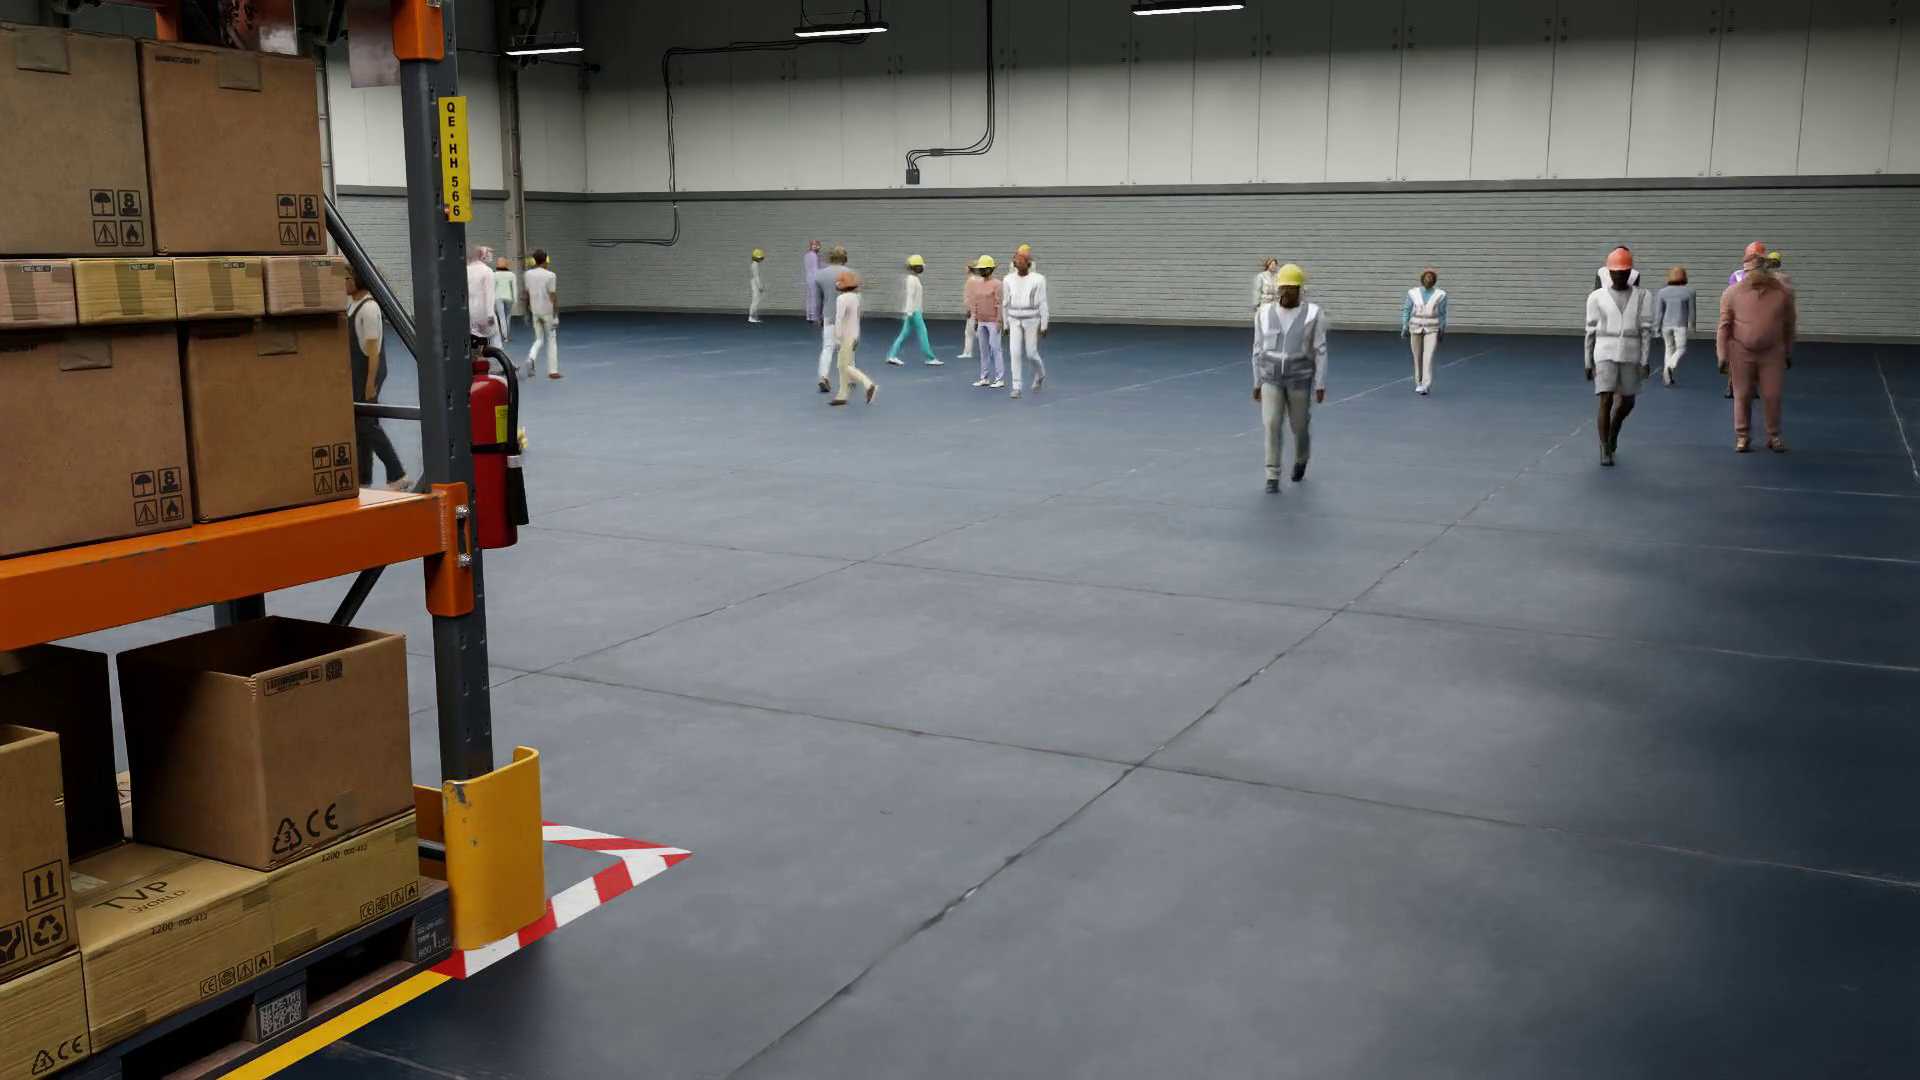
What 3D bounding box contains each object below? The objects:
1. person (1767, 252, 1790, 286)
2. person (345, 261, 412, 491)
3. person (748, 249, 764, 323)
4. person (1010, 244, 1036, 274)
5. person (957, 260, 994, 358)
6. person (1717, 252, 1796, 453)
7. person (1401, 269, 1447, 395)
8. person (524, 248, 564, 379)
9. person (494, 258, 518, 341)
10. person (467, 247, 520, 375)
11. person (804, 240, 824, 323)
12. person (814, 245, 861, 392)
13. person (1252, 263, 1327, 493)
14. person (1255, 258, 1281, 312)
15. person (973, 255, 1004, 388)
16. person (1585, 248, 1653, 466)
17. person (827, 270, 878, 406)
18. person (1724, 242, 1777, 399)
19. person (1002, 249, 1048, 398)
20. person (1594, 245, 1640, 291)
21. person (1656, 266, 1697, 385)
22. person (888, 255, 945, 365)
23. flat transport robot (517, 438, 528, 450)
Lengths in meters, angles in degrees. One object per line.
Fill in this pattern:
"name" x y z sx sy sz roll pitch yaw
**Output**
"person" 12.533 -3.565 25.760 0.525 1.761 0.332 4 11 20
"person" -4.635 -1.253 12.939 0.451 1.846 0.530 -6 12 -31
"person" -4.733 -5.889 38.611 0.388 1.703 0.608 -1 10 -5
"person" 1.323 -5.190 34.414 0.592 1.833 0.404 4 11 21
"person" 0.291 -3.783 27.310 0.659 1.624 0.515 2 11 12
"person" 7.377 -1.729 15.451 0.670 1.867 0.483 4 11 19
"person" 5.941 -2.665 21.288 0.521 1.596 0.852 4 11 22
"person" -5.883 -3.165 23.345 0.580 1.846 0.564 3 11 17
"person" -8.776 -4.613 31.926 0.515 1.582 0.847 -5 11 -24
"person" -6.795 -3.266 23.869 0.675 1.839 0.955 7 12 32
"person" -3.370 -5.984 38.548 0.402 1.904 0.652 -5 11 -24
"person" -1.613 -2.882 21.680 0.644 1.901 0.997 2 11 13
"person" 2.643 -1.308 13.329 0.599 1.808 0.812 4 11 19
"person" 5.433 -4.072 28.876 0.540 1.614 0.674 -6 12 -28
"person" 0.365 -2.911 22.200 0.349 1.759 0.522 -10 14 -42
"person" 5.840 -1.635 14.808 0.556 1.916 0.723 2 11 11
"person" -1.283 -2.372 19.642 0.629 1.610 0.509 3 11 18
"person" 9.806 -2.716 20.637 0.551 1.935 0.372 3 11 18
"person" 0.840 -2.725 20.908 0.594 1.860 0.738 4 11 22
"person" 9.370 -3.262 23.779 0.603 1.888 0.867 7 13 34
"person" 9.598 -2.871 22.359 0.508 1.612 0.641 10 14 43
"person" -0.713 -3.574 25.911 0.893 1.720 0.535 0 10 1
"flat transport robot" -4.347 -0.862 15.076 0.652 0.197 1.431 -1 10 -7
